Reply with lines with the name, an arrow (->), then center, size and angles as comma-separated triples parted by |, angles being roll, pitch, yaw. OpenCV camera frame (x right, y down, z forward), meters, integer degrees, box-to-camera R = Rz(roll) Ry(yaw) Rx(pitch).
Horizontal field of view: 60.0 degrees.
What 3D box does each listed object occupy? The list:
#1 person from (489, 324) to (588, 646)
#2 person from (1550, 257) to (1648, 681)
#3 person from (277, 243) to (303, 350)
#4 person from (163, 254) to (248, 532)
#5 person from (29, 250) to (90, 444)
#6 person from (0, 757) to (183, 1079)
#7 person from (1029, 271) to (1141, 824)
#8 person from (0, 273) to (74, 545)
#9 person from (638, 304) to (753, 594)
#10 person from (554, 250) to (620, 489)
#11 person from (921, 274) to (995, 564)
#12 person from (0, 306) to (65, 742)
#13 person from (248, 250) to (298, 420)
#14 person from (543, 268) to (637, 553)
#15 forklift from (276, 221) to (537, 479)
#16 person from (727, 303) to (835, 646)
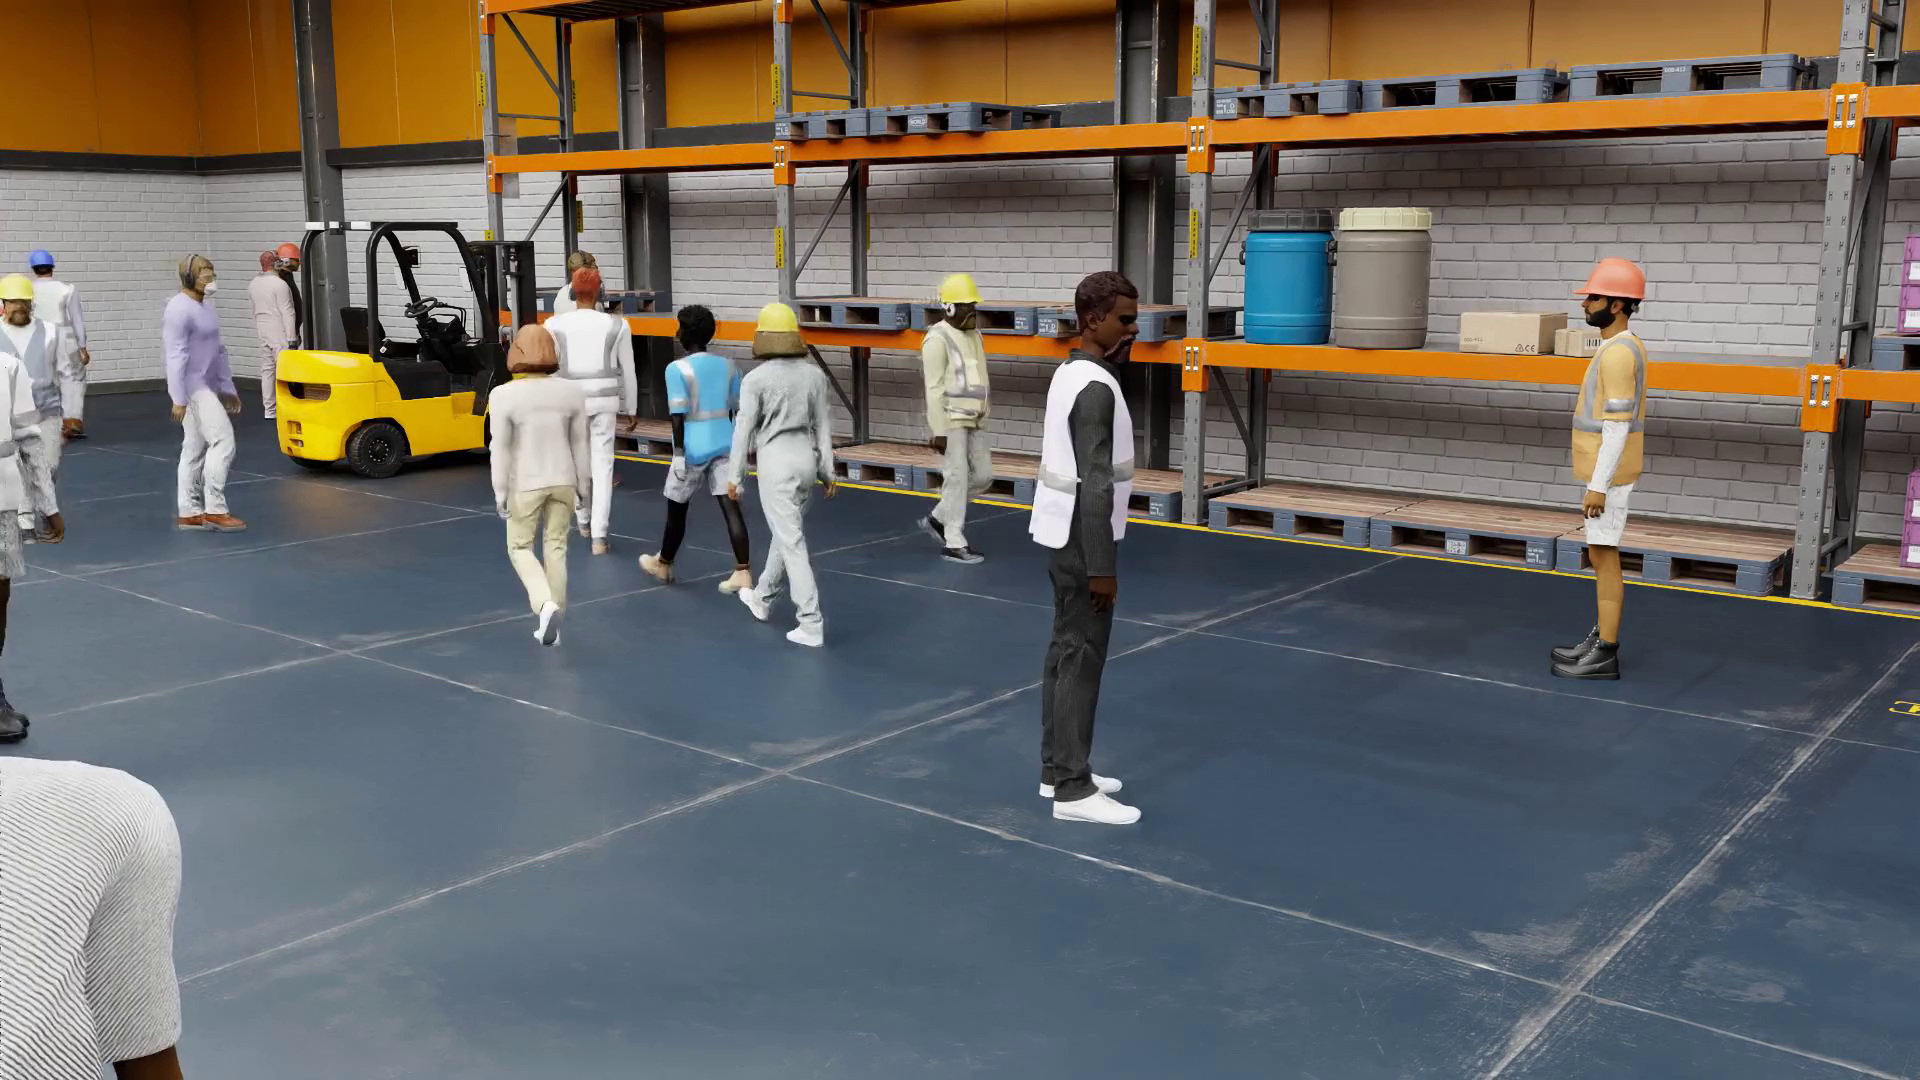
person -> -2.040, -0.246, 8.171 | 0.504, 1.619, 0.523 | -7, 12, -32
person -> 2.964, -0.321, 7.682 | 0.350, 1.942, 0.545 | 4, 11, 21
person -> -7.716, -2.417, 19.199 | 0.410, 1.988, 0.632 | -3, 11, -15
person -> -5.195, -1.008, 11.542 | 0.662, 1.915, 0.645 | -2, 10, -10
person -> -9.028, -1.919, 16.589 | 0.626, 1.920, 0.451 | -3, 11, -14
person -> -0.933, 0.834, 1.507 | 0.534, 1.862, 0.311 | -5, 11, -27
person -> 0.436, 0.025, 5.843 | 0.383, 1.914, 0.591 | -1, 10, -4
person -> -6.343, -0.899, 11.280 | 0.595, 1.816, 0.684 | -7, 12, -33
person -> -1.512, -0.525, 9.590 | 0.888, 1.644, 0.549 | 9, 13, 40
person -> -3.076, -1.390, 13.614 | 0.372, 1.940, 0.627 | -9, 13, -40
person -> -0.024, -0.757, 10.439 | 0.443, 1.815, 0.615 | 6, 12, 29
person -> -3.912, -0.136, 6.713 | 0.647, 1.915, 0.562 | 5, 11, 25
person -> -7.651, -2.287, 18.660 | 0.643, 1.913, 0.410 | 6, 12, 32
person -> -2.443, -0.874, 11.046 | 0.600, 1.829, 0.980 | -2, 10, -9
forklift -> -4.922, -1.741, 14.854 | 1.214, 2.155, 2.313 | 8, 13, 38
person -> -0.953, -0.349, 8.479 | 0.511, 1.694, 0.877 | -9, 14, -41
